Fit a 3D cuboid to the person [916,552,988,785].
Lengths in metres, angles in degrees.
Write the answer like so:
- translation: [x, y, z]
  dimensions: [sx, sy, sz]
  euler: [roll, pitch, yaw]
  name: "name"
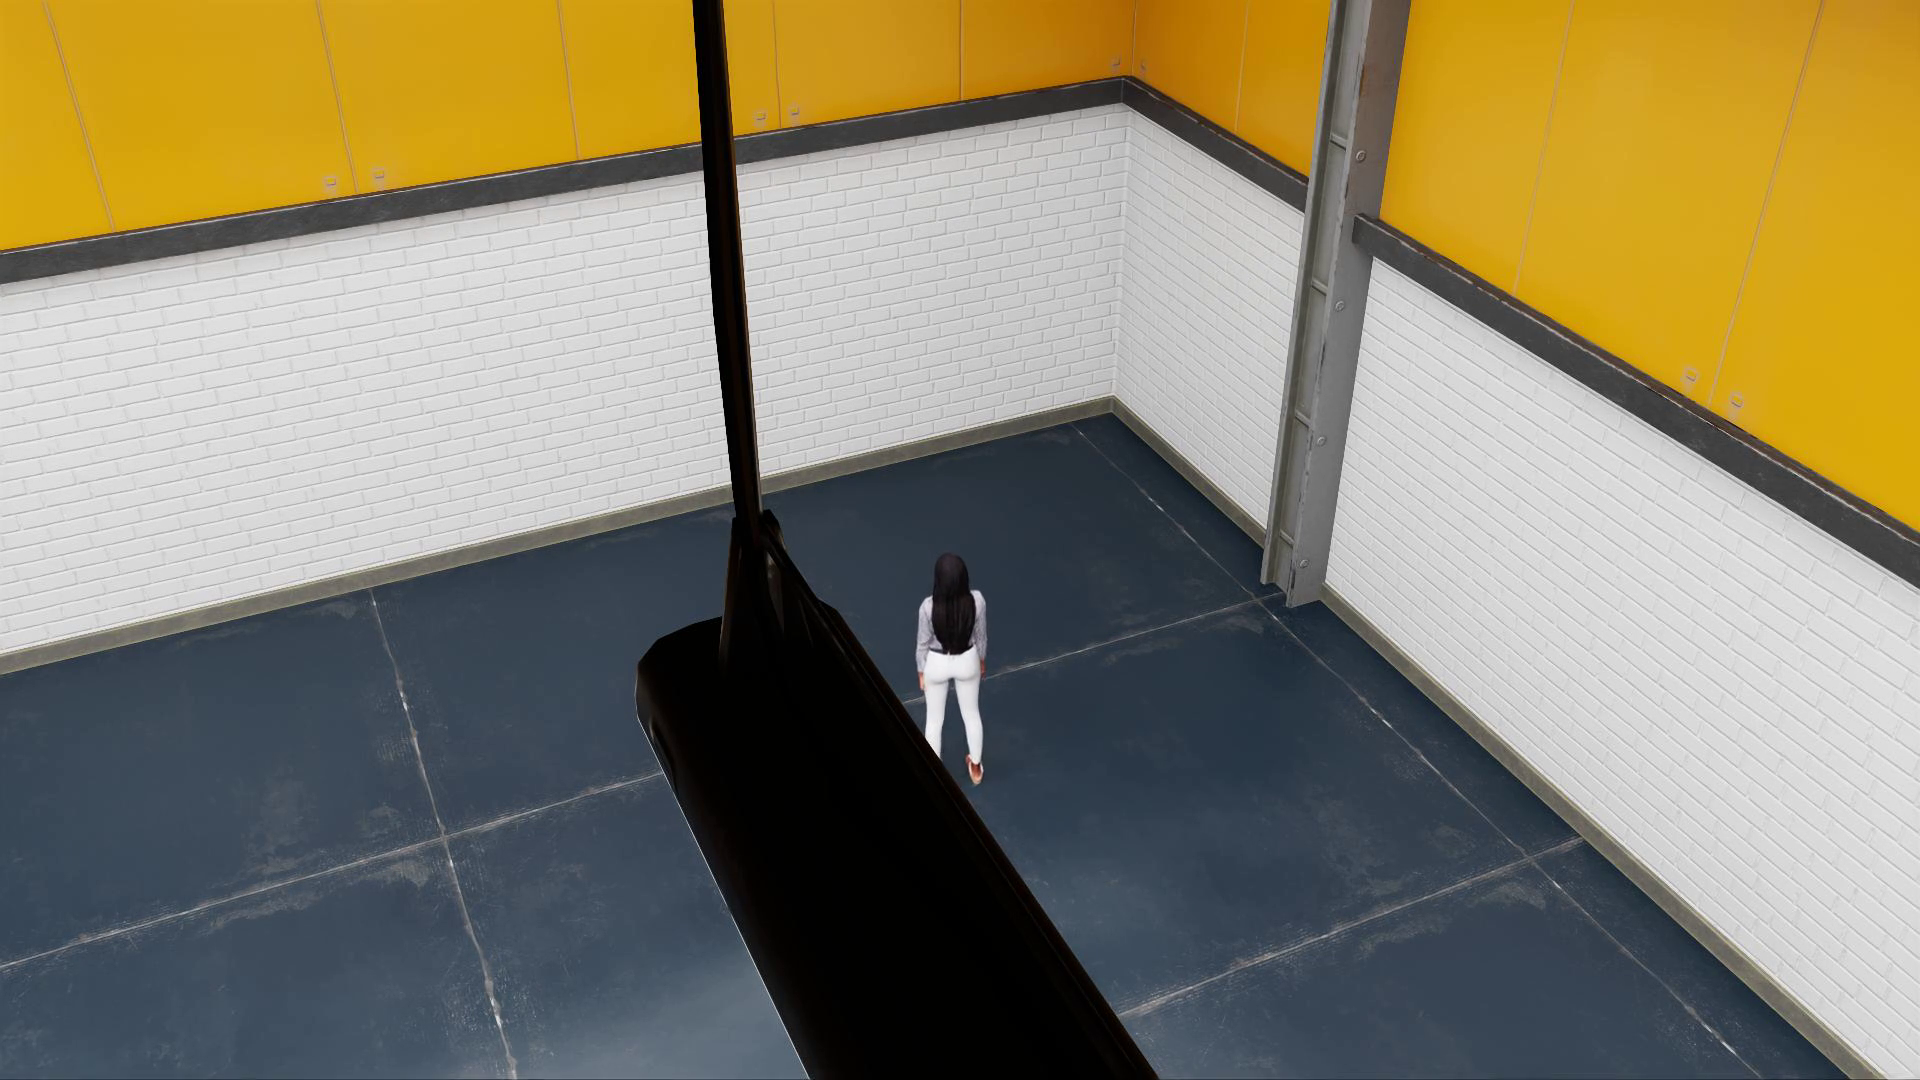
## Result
- translation: [-0.052, 0.808, 10.358]
  dimensions: [0.660, 1.725, 0.626]
  euler: [-5, 34, -7]
  name: "person"
